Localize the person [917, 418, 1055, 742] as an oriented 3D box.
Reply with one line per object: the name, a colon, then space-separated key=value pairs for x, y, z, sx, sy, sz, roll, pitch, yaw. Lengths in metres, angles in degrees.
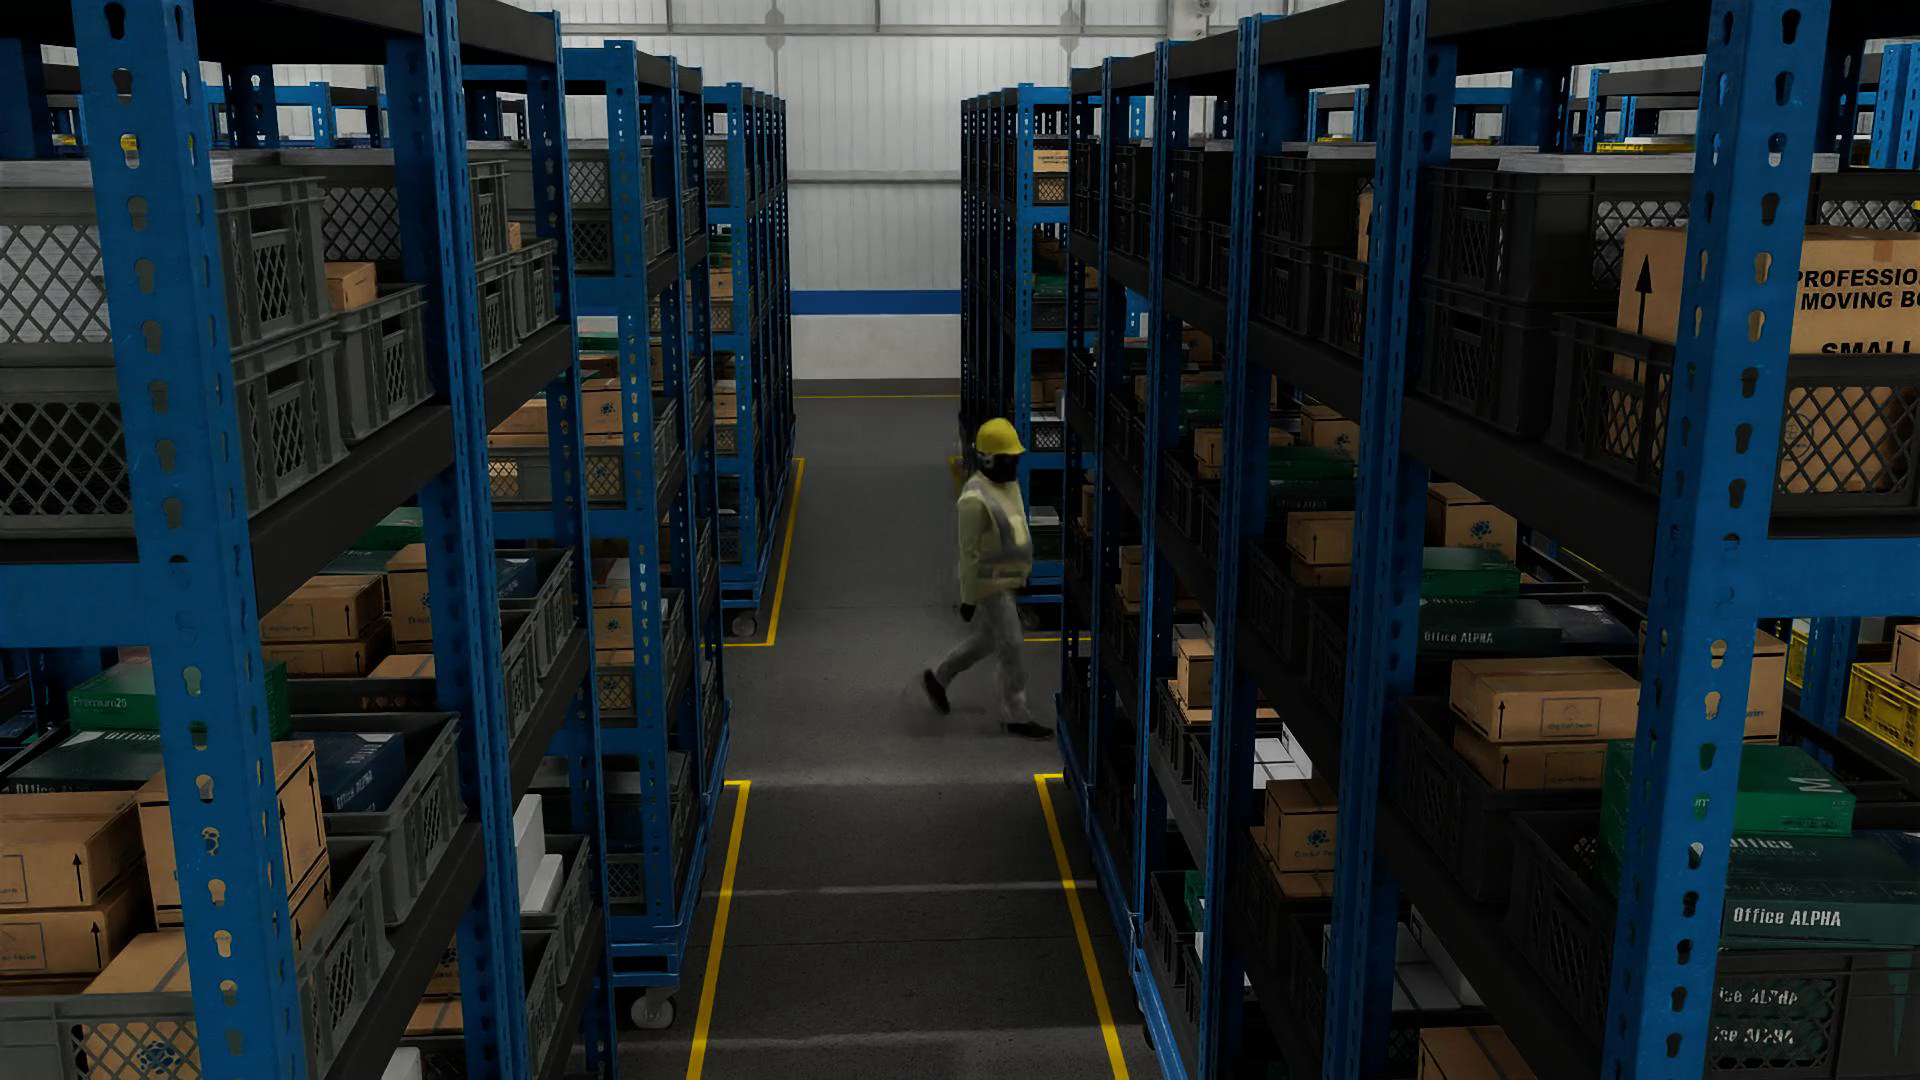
person: x=0.135 y=0.198 z=9.234 sx=0.822 sy=1.803 sz=0.591 roll=5 pitch=15 yaw=18
